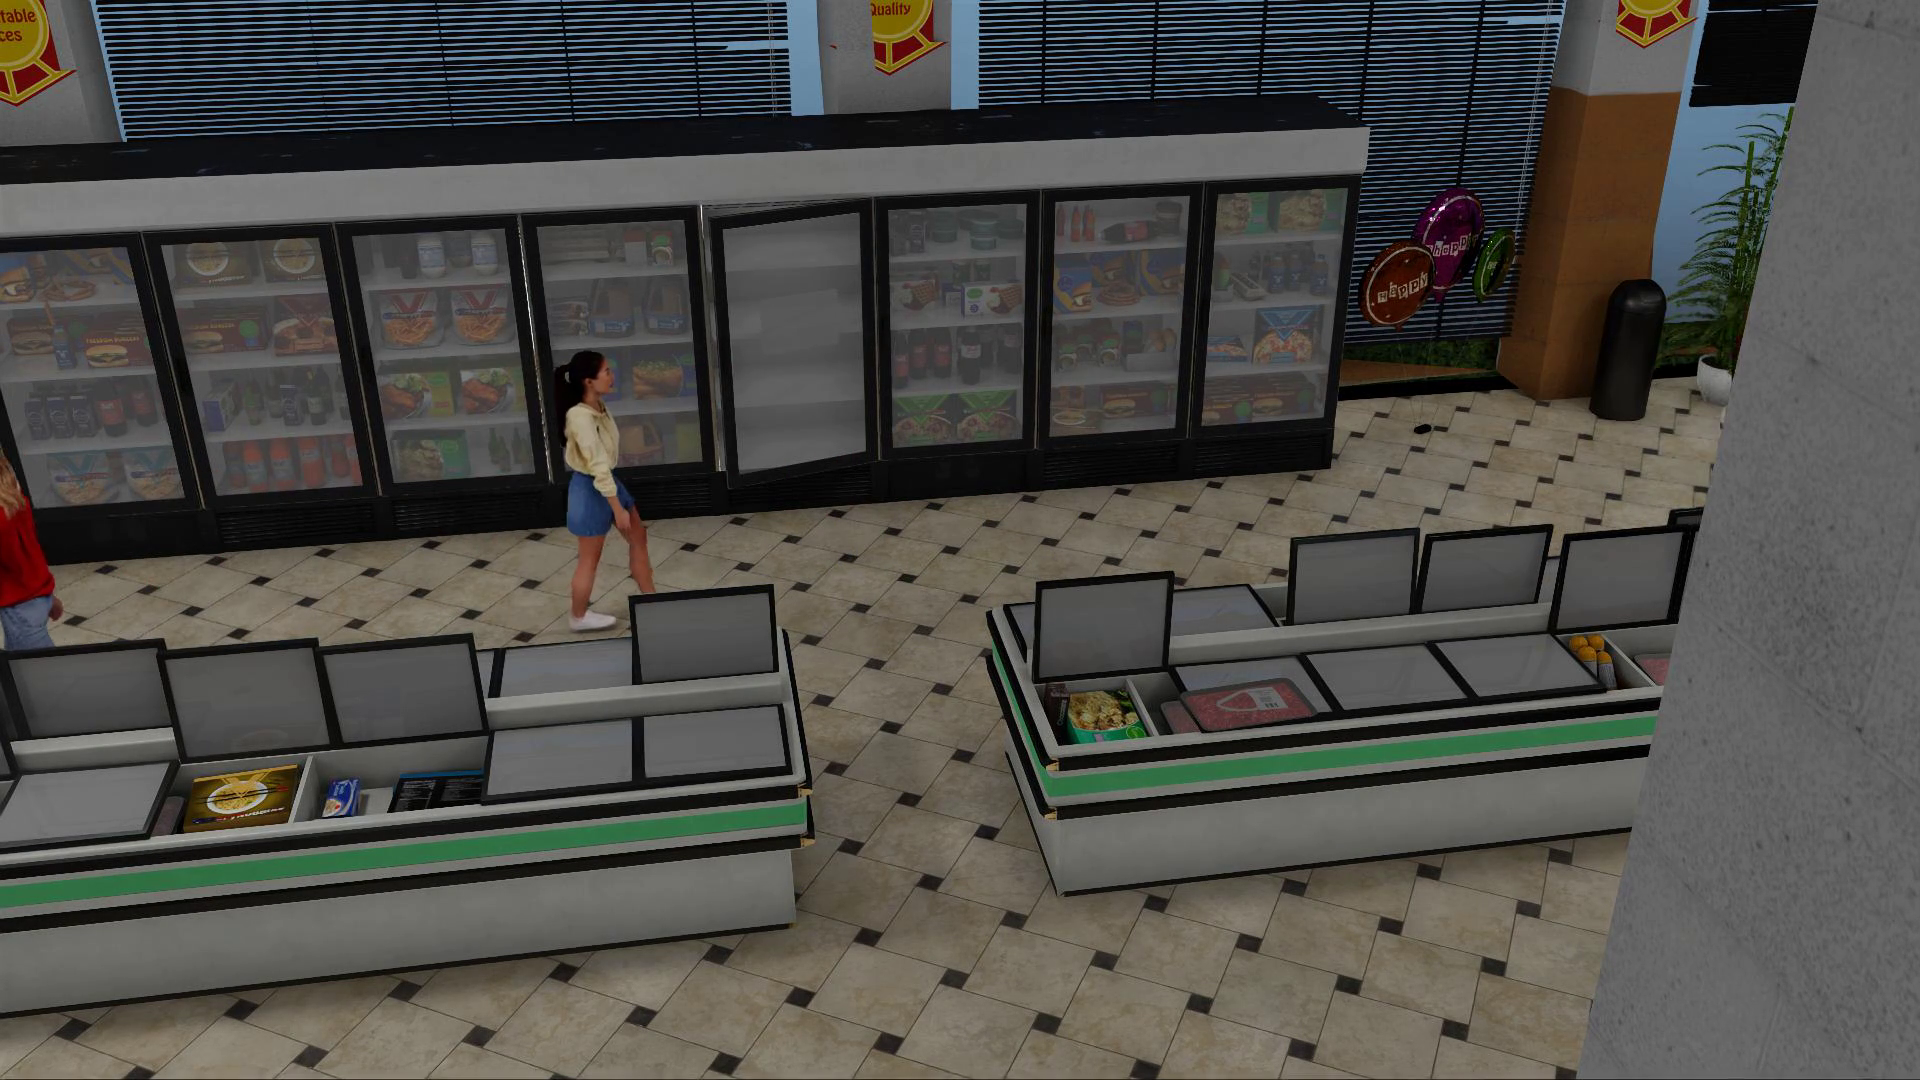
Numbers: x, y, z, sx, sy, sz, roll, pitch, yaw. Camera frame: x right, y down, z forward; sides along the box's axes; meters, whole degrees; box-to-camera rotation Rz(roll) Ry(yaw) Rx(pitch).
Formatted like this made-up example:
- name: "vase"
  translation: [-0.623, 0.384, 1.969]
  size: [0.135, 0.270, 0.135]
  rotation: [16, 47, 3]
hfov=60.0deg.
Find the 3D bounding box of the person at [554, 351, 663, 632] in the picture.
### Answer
- name: "person"
  translation: [-2.036, -0.223, 8.920]
  size: [0.887, 1.610, 0.684]
  rotation: [-2, 27, -3]
